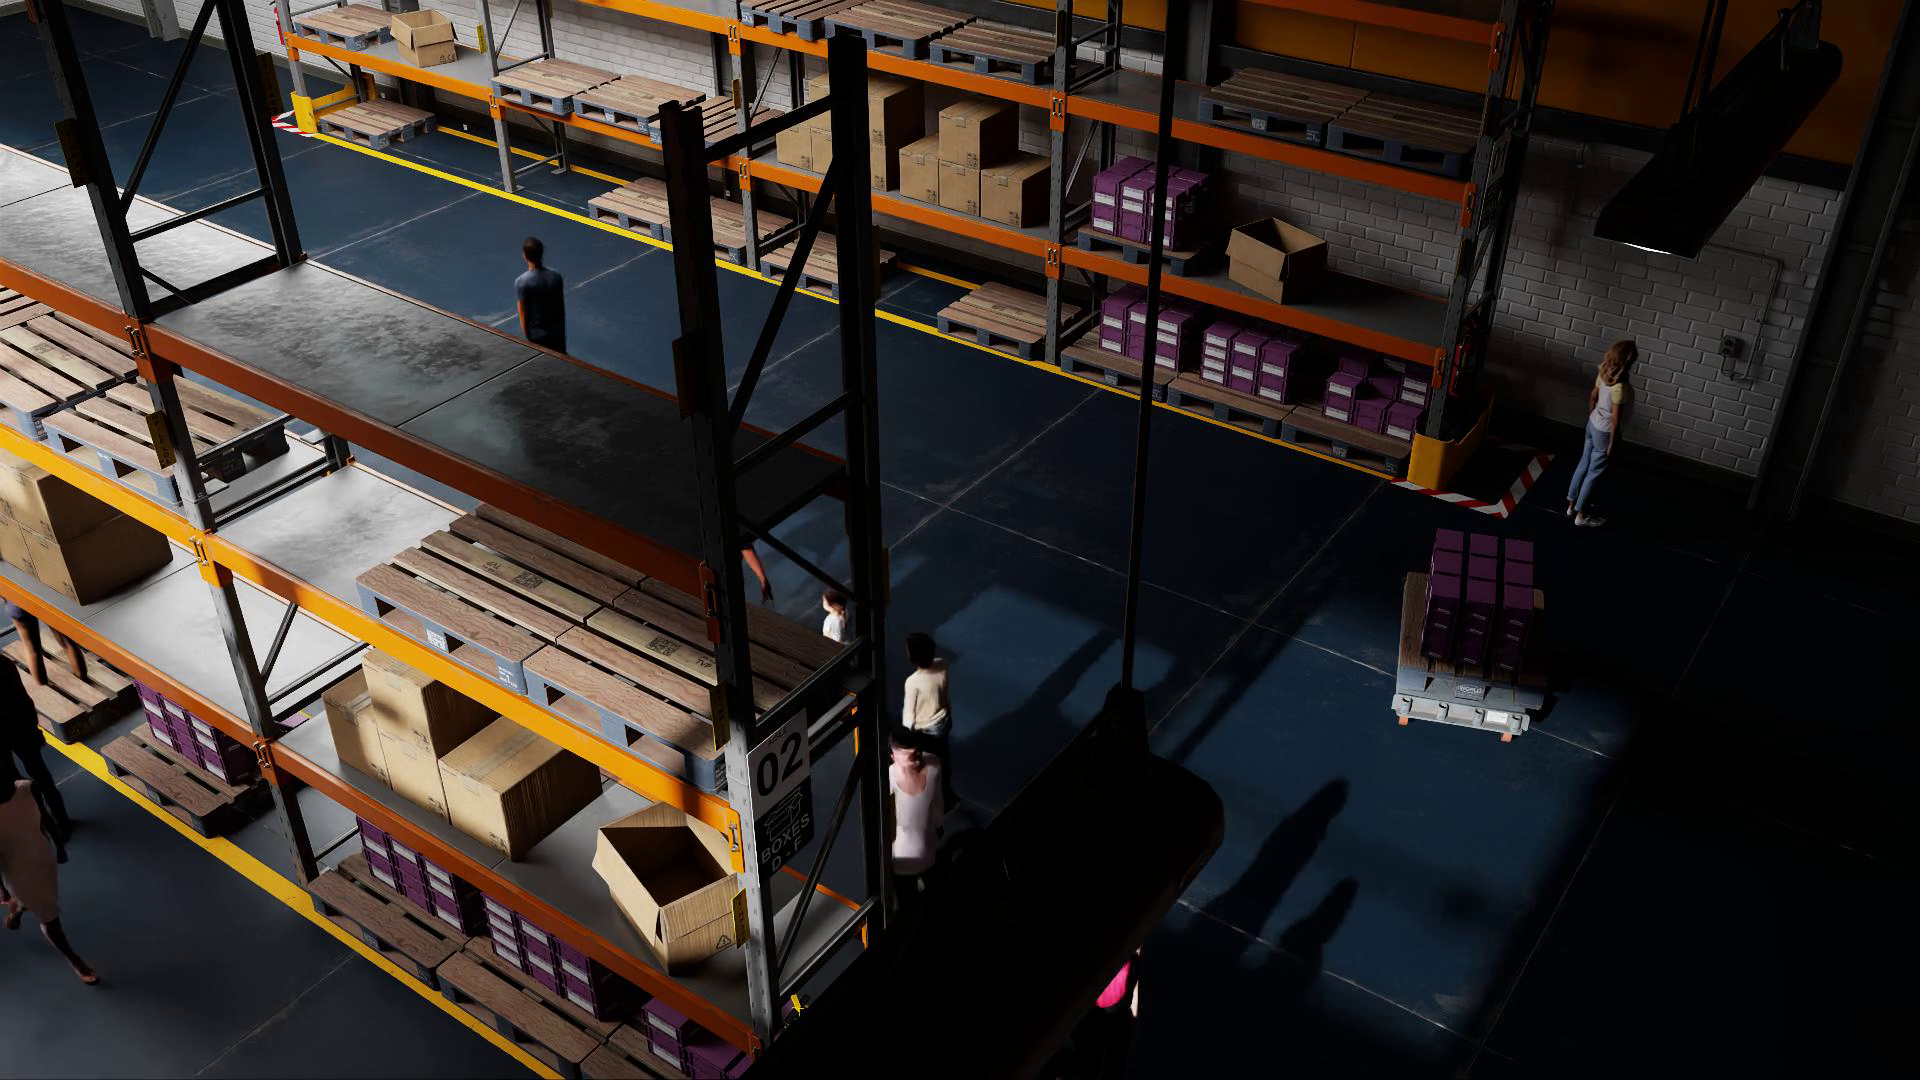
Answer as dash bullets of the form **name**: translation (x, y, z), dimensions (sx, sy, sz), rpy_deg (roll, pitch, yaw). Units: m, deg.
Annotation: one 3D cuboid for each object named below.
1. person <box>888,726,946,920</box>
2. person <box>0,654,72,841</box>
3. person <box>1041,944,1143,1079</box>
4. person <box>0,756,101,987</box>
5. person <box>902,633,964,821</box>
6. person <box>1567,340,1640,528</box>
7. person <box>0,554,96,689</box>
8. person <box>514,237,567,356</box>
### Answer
- **person**: translation (-0.342, 1.780, 9.903), dimensions (0.789, 1.826, 0.888), rpy_deg (-26, 41, -33)
- **person**: translation (-6.186, 1.232, 10.771), dimensions (0.696, 1.778, 0.738), rpy_deg (-8, 34, -11)
- **person**: translation (0.700, 2.501, 8.975), dimensions (0.761, 1.651, 0.864), rpy_deg (-15, 37, -22)
- **person**: translation (-5.535, 1.900, 9.775), dimensions (1.051, 1.768, 0.674), rpy_deg (17, 37, 23)
- **person**: translation (-0.164, 1.257, 11.029), dimensions (0.737, 1.451, 0.630), rpy_deg (29, 43, 36)
- **person**: translation (5.431, -0.912, 14.047), dimensions (0.745, 1.722, 0.705), rpy_deg (-3, 34, -4)
- **person**: translation (-6.693, 0.429, 12.021), dimensions (0.659, 1.730, 0.671), rpy_deg (-14, 36, -20)
- **person**: translation (-3.814, -1.914, 15.496), dimensions (0.829, 1.787, 1.020), rpy_deg (-25, 41, -32)
